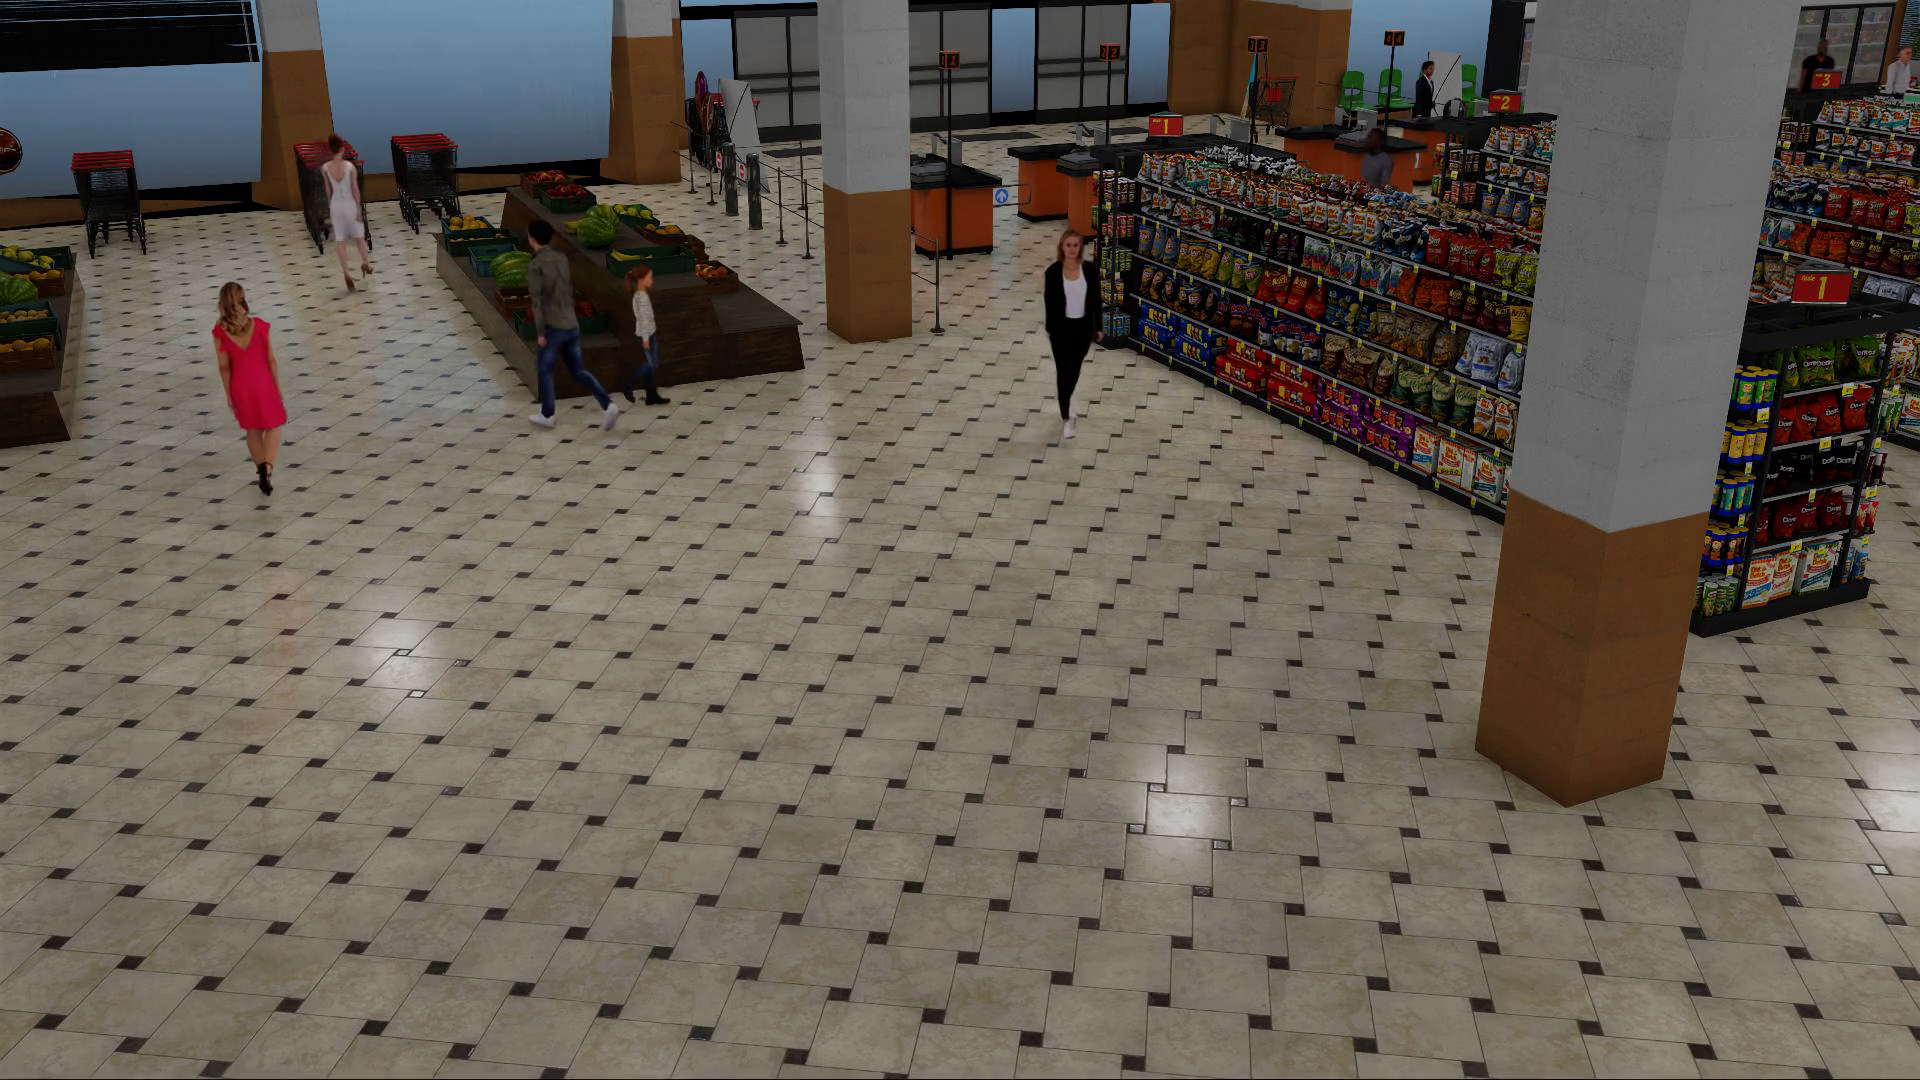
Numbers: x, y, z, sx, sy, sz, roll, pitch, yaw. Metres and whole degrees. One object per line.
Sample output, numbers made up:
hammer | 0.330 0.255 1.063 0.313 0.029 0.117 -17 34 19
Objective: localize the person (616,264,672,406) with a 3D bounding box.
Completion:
person | -2.909 -1.840 15.065 0.609 1.306 0.676 -5 23 -13

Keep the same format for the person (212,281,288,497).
person | -5.397 -1.104 12.692 0.670 1.709 0.898 -6 23 -15

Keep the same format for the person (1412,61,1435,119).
person | 7.584 -6.998 27.340 0.704 1.725 0.707 15 26 33

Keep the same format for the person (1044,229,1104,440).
person | 0.955 -1.789 14.344 0.858 1.748 1.263 -3 22 -9

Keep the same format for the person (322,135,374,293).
person | -7.129 -3.734 19.166 0.856 1.763 1.079 -1 22 -1

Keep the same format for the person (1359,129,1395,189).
person | 4.882 -3.866 19.420 0.799 1.818 0.945 -12 25 -27

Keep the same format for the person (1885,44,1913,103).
person | 16.300 -7.721 29.018 0.635 1.815 0.552 -10 24 -23

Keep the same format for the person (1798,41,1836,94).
person | 15.174 -7.932 29.600 1.116 1.774 1.255 5 22 11

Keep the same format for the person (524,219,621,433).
person | -3.366 -1.788 14.236 1.285 1.827 1.145 12 25 26
